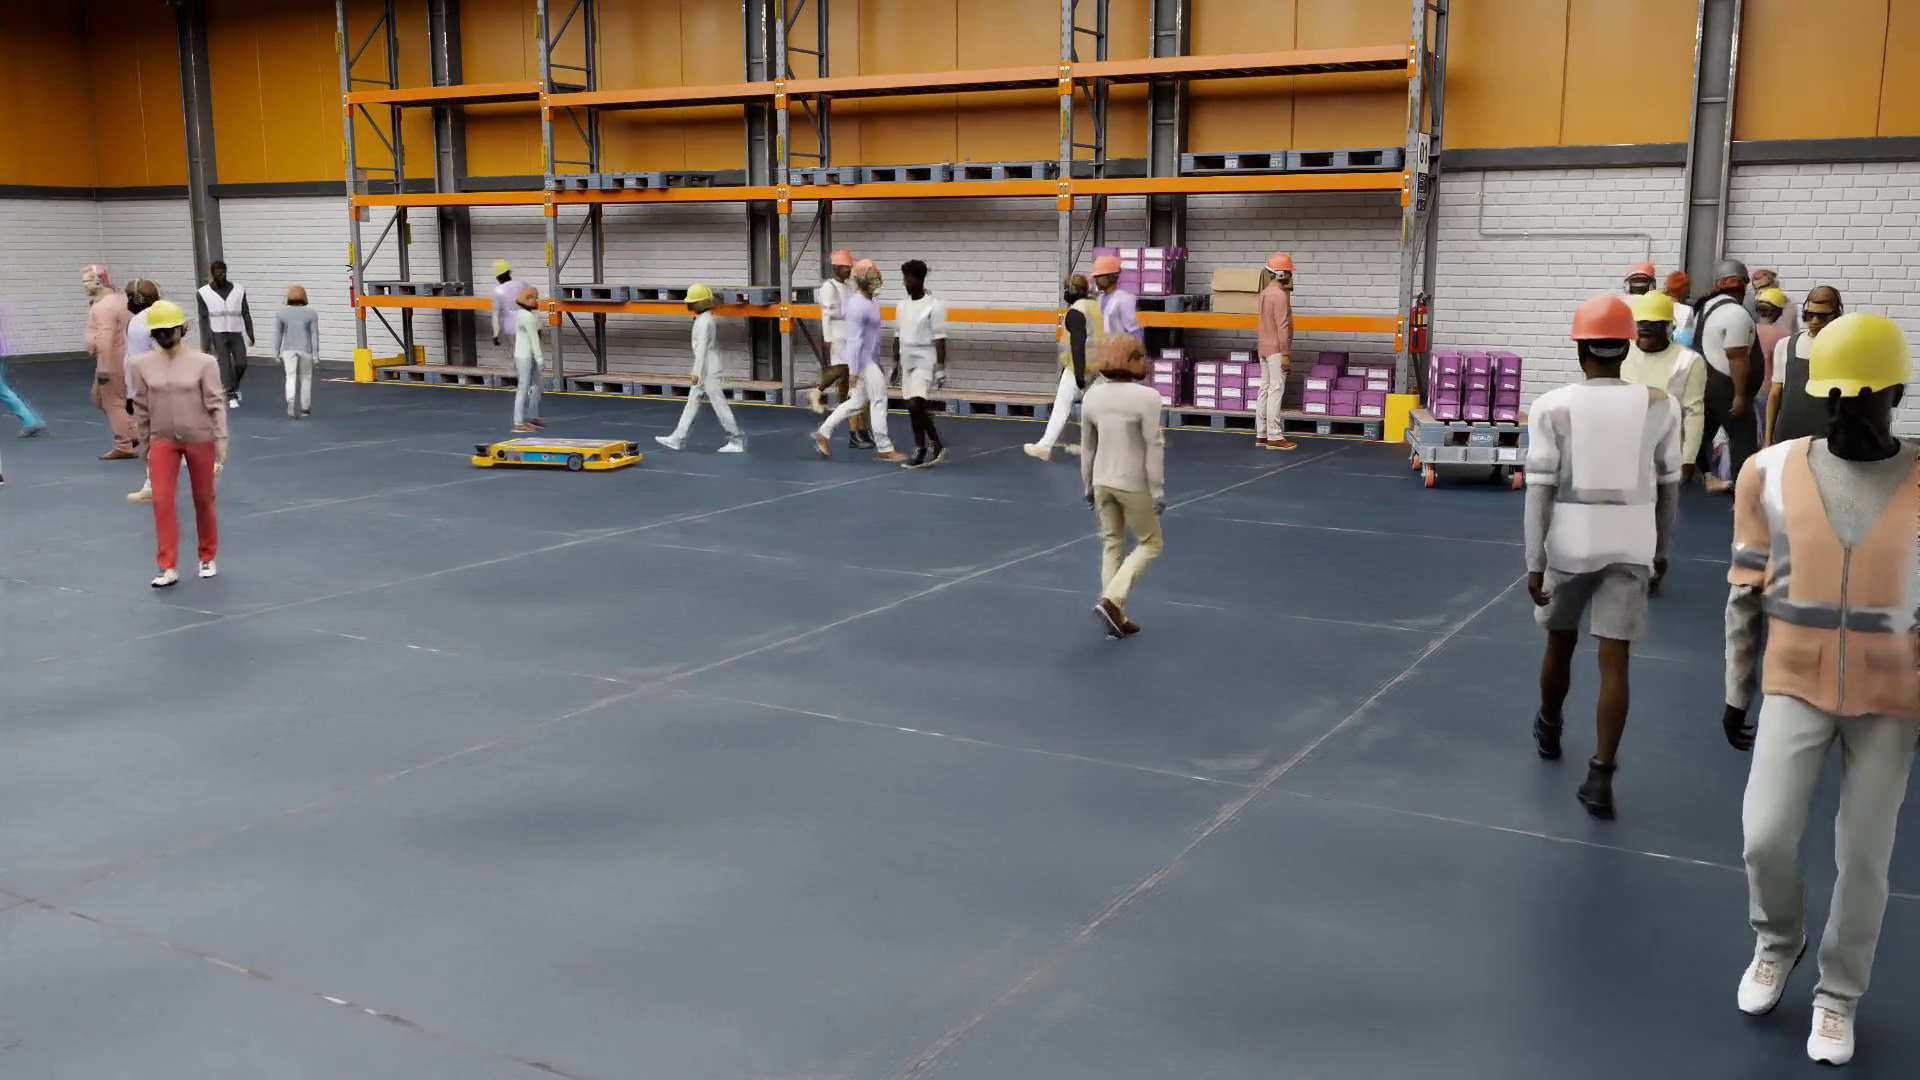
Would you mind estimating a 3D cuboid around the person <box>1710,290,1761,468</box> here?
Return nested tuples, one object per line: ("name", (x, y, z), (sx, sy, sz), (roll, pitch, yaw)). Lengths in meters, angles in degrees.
("person", (7.111, -1.579, 15.308), (0.652, 1.912, 0.459), (1, 10, 7))

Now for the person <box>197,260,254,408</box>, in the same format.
("person", (-9.452, -2.648, 21.414), (0.645, 1.889, 0.581), (-7, 12, -36))

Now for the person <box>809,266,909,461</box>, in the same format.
("person", (-0.987, -1.681, 15.952), (0.914, 1.891, 0.663), (1, 10, 3))

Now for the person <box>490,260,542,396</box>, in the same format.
("person", (-6.158, -2.921, 23.018), (0.672, 1.873, 0.453), (-10, 14, -43))

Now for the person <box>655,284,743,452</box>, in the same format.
("person", (-2.603, -1.705, 16.635), (0.914, 1.687, 0.512), (-1, 10, -5))

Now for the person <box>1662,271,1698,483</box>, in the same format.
("person", (6.143, -1.381, 14.359), (0.580, 1.847, 0.924), (7, 12, 34))

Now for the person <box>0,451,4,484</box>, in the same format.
("person", (-8.447, -1.362, 14.197), (0.335, 1.871, 0.520), (-2, 10, -13))

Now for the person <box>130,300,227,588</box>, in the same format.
("person", (-4.752, -0.578, 10.118), (0.548, 1.729, 0.816), (-2, 10, -12))

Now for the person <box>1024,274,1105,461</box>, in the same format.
("person", (1.071, -1.632, 15.919), (0.948, 1.793, 0.634), (5, 11, 28))

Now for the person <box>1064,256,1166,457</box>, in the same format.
("person", (1.597, -1.813, 16.466), (1.108, 1.984, 0.634), (-3, 11, -18))

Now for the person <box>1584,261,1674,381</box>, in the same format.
("person", (5.399, -1.252, 13.343), (0.629, 1.942, 0.895), (9, 13, 42))

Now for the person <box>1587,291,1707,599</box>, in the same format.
("person", (3.910, -0.515, 9.569), (0.615, 1.801, 0.821), (8, 13, 38))

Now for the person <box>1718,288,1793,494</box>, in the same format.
("person", (6.679, -1.244, 13.963), (0.529, 1.720, 0.902), (10, 14, 43))

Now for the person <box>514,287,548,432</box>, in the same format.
("person", (-4.785, -2.011, 18.598), (0.534, 1.617, 0.519), (-4, 11, -20))

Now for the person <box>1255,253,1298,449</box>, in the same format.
("person", (3.238, -1.925, 17.026), (0.382, 1.995, 0.612), (-2, 10, -10))

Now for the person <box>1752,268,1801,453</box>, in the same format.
("person", (7.554, -1.601, 15.556), (0.687, 1.867, 0.464), (-4, 11, -19))

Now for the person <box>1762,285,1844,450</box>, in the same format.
("person", (5.019, -0.576, 9.829), (0.506, 1.840, 0.343), (8, 13, 37))

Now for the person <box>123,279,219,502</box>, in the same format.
("person", (-6.373, -1.184, 13.345), (0.715, 1.816, 0.625), (-1, 10, -4))

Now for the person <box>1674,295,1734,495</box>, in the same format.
("person", (6.195, -1.211, 13.901), (0.551, 1.654, 0.820), (-8, 13, -38))

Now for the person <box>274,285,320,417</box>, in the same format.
("person", (-8.029, -2.280, 20.129), (0.544, 1.603, 0.728), (-2, 10, -14))

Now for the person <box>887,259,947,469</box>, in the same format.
("person", (-0.408, -1.624, 15.439), (0.421, 1.947, 0.613), (-8, 13, -39))

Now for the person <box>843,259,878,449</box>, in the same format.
("person", (-0.964, -1.906, 17.077), (0.359, 1.939, 0.543), (5, 11, 24))

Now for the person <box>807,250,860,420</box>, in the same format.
("person", (-1.481, -2.424, 19.757), (0.558, 2.025, 0.636), (5, 11, 26))

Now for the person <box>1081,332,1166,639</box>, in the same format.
("person", (0.833, -0.266, 8.668), (0.529, 1.618, 0.403), (9, 13, 41))

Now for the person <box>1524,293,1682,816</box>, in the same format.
("person", (2.413, 0.023, 6.306), (0.557, 1.884, 0.978), (3, 10, 16))

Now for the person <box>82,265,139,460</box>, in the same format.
("person", (-8.240, -1.703, 16.077), (0.414, 1.884, 0.667), (-4, 11, -21))

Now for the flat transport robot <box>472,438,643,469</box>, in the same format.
("flat transport robot", (-3.785, -0.822, 15.652), (1.431, 0.197, 0.652), (2, 10, 12))

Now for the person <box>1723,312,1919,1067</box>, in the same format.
("person", (2.224, 0.388, 4.185), (0.593, 1.907, 0.420), (7, 12, 33))

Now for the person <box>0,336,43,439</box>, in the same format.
("person", (-10.368, -1.944, 17.713), (0.949, 1.806, 0.575), (-4, 11, -19))

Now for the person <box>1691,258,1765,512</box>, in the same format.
("person", (5.890, -1.233, 12.979), (0.918, 2.000, 0.707), (1, 10, 3))
